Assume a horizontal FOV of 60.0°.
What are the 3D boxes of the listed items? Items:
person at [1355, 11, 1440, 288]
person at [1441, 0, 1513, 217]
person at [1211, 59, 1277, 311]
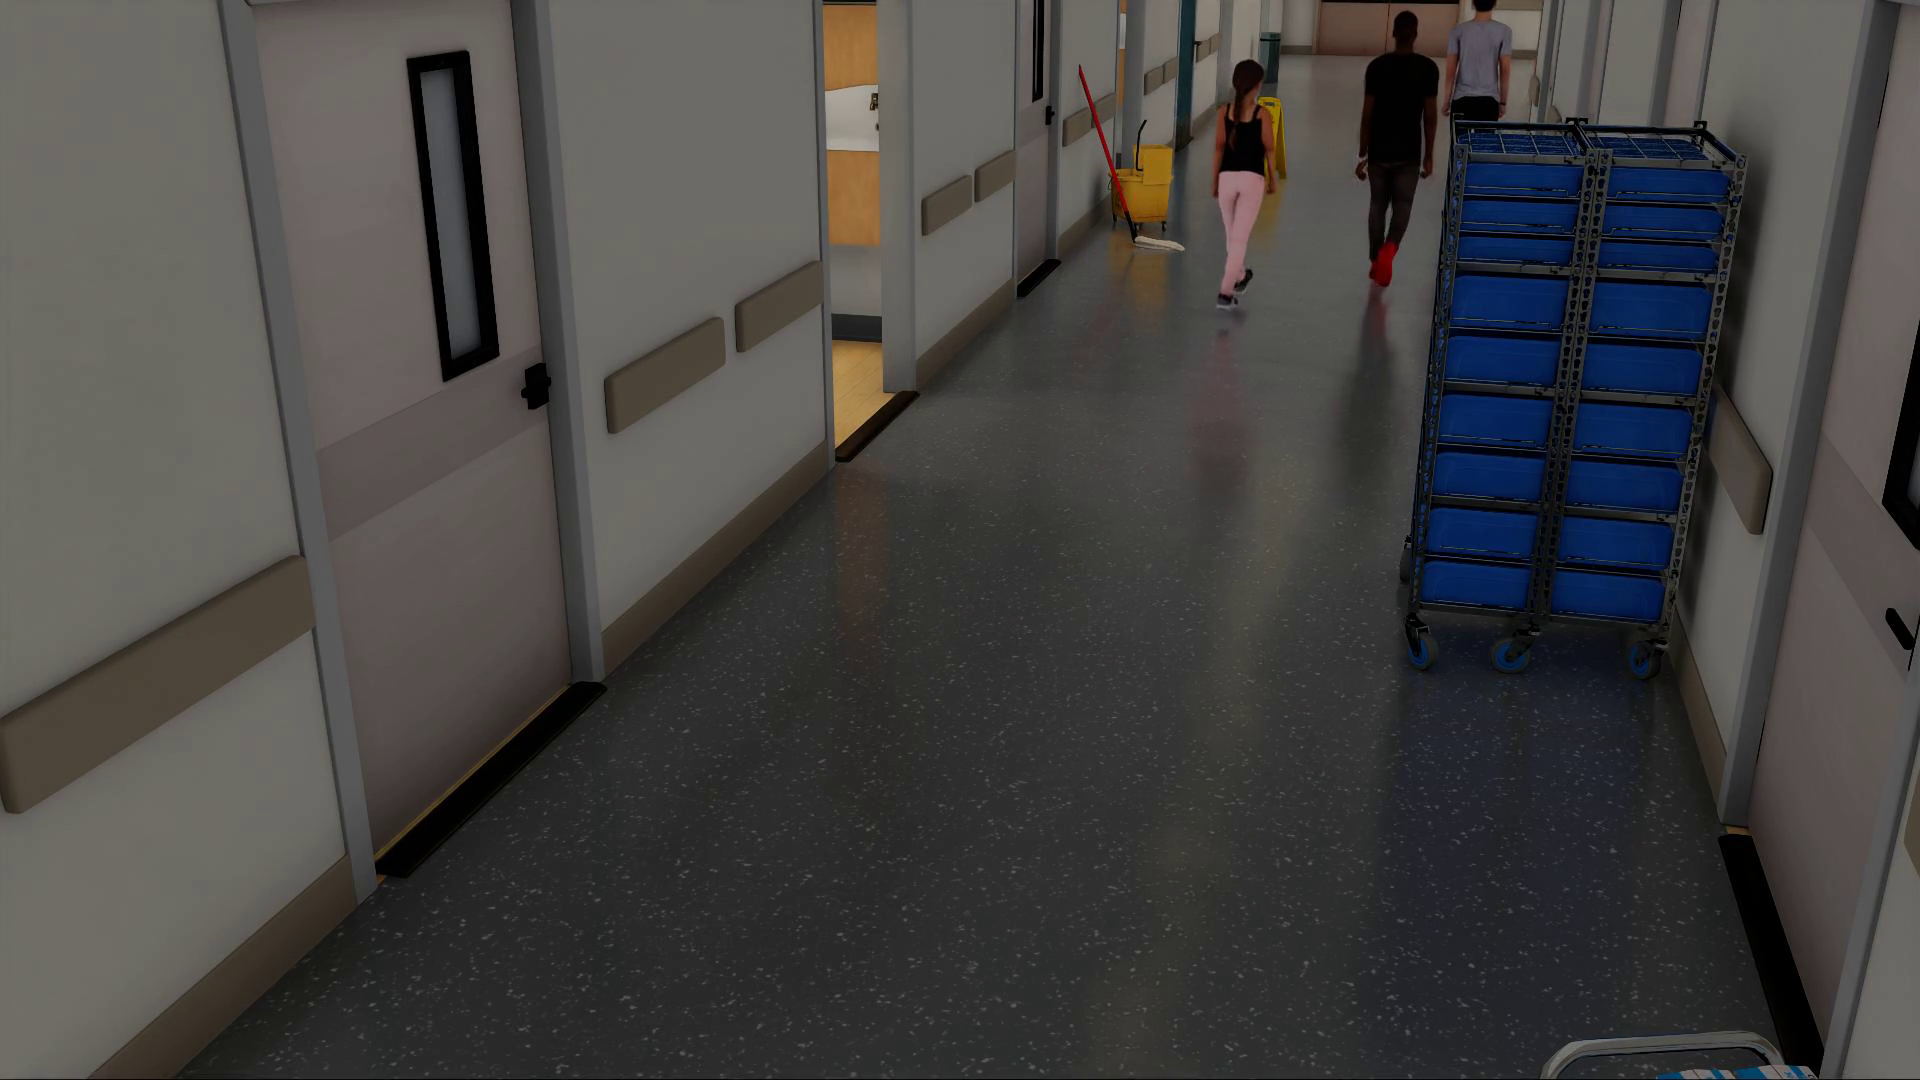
[{"bbox_3d":[2.875,-2.559,11.056,0.731,1.783,1.103,8,22,20],"label":"person"},{"bbox_3d":[4.220,-3.579,13.634,0.672,1.863,0.561,7,22,18],"label":"person"},{"bbox_3d":[1.744,-2.184,10.435,0.667,1.521,1.056,10,23,25],"label":"person"}]
